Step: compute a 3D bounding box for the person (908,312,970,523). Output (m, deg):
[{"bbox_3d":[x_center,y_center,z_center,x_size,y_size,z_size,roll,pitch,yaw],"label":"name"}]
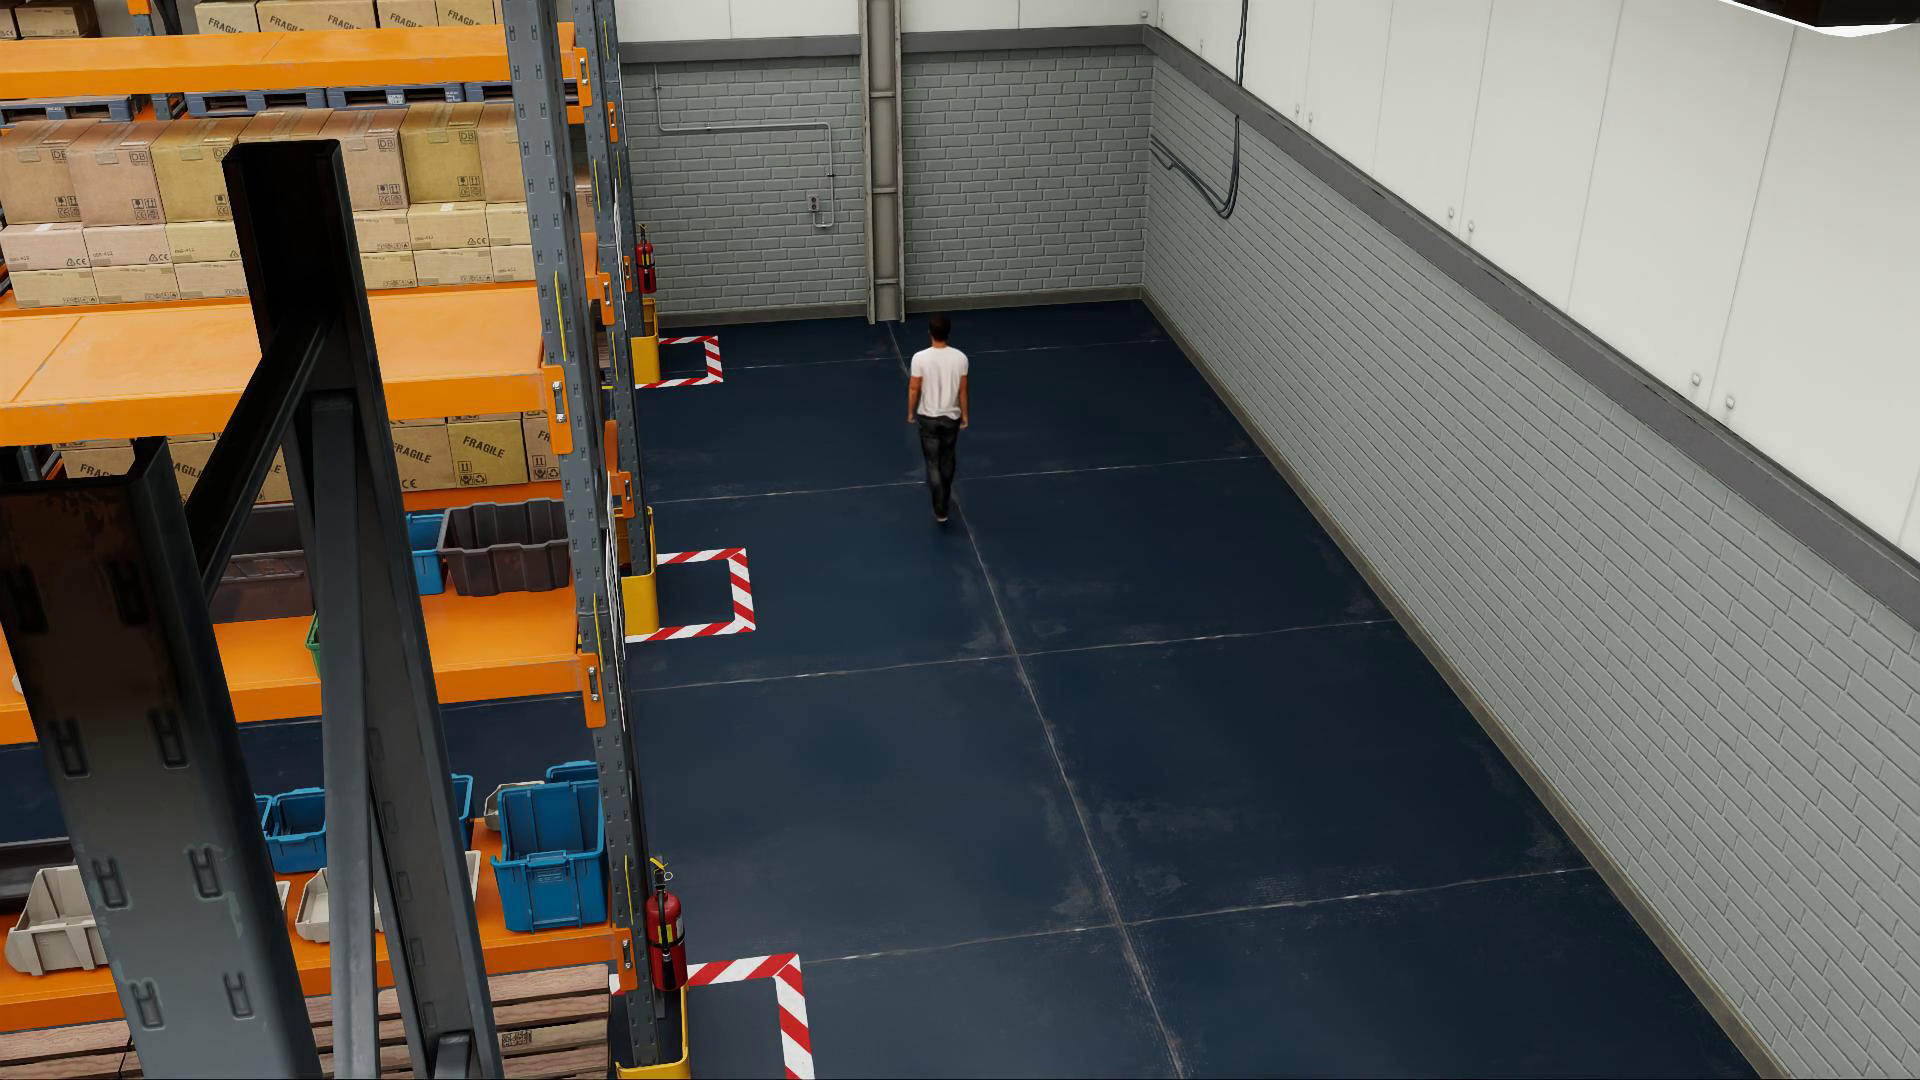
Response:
[{"bbox_3d":[-0.173,-0.991,13.853,0.957,1.787,0.731,-6,29,-10],"label":"person"}]
